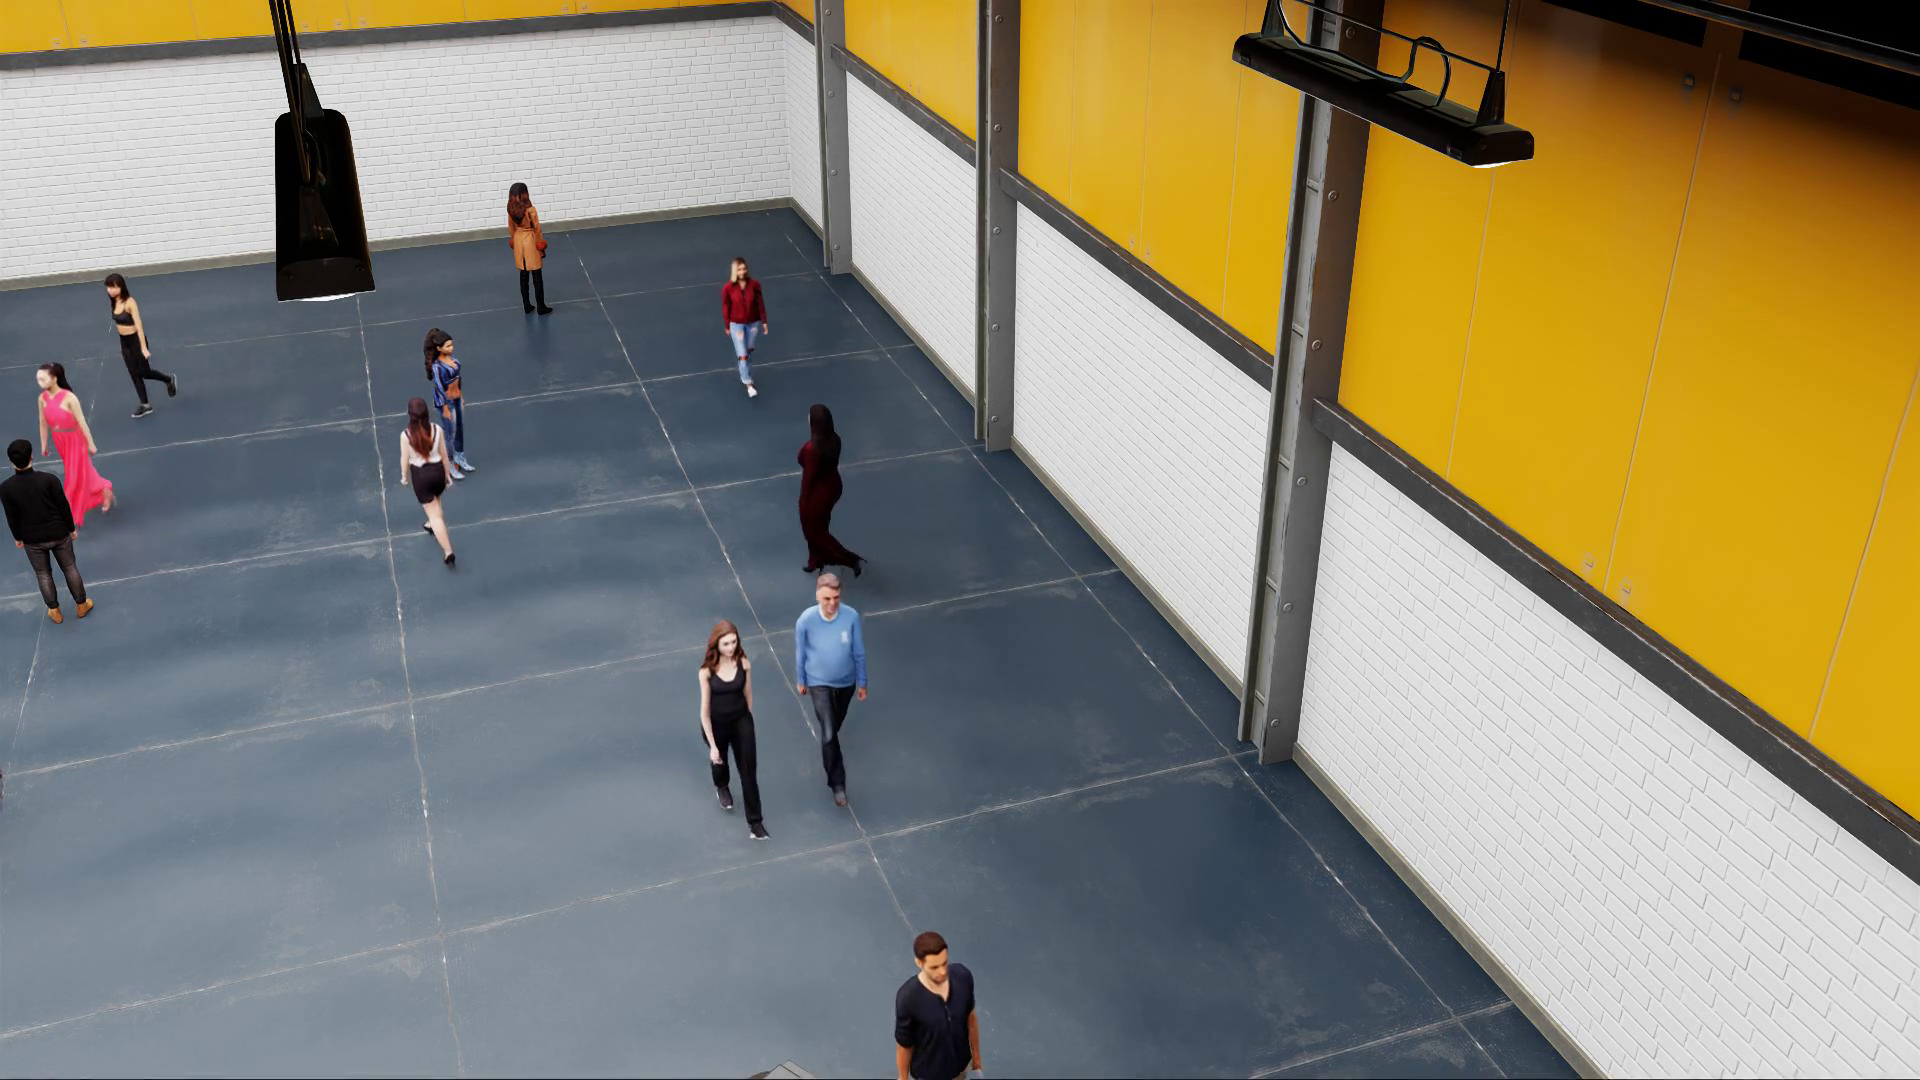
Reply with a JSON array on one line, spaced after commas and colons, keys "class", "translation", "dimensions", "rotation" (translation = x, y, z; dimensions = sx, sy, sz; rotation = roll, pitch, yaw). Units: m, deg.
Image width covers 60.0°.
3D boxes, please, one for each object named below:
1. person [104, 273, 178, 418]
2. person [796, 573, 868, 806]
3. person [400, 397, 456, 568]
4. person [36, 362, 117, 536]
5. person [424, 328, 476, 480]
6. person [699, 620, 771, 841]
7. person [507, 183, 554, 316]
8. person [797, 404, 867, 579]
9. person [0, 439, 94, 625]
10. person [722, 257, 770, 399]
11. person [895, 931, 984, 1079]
[{"class": "person", "translation": [-9.107, -2.195, 18.467], "dimensions": [0.882, 1.634, 0.953], "rotation": [12, 31, 21]}, {"class": "person", "translation": [-0.969, 0.997, 12.474], "dimensions": [0.669, 1.768, 1.180], "rotation": [-8, 30, -14]}, {"class": "person", "translation": [-4.887, -0.500, 15.389], "dimensions": [0.800, 1.605, 1.134], "rotation": [-21, 35, -34]}, {"class": "person", "translation": [-8.539, -0.921, 16.095], "dimensions": [1.028, 1.669, 1.221], "rotation": [7, 29, 12]}, {"class": "person", "translation": [-5.225, -1.402, 17.027], "dimensions": [0.757, 1.622, 0.648], "rotation": [5, 29, 8]}, {"class": "person", "translation": [-1.718, 1.290, 12.016], "dimensions": [0.613, 1.695, 1.116], "rotation": [-12, 31, -20]}, {"class": "person", "translation": [-5.498, -3.713, 21.160], "dimensions": [0.772, 1.720, 0.812], "rotation": [10, 30, 18]}, {"class": "person", "translation": [-1.189, -0.386, 15.040], "dimensions": [1.019, 1.740, 0.992], "rotation": [9, 30, 15]}, {"class": "person", "translation": [-7.986, -0.082, 14.501], "dimensions": [0.666, 1.723, 0.563], "rotation": [-13, 31, -23]}, {"class": "person", "translation": [-2.481, -2.464, 19.011], "dimensions": [0.693, 1.585, 1.066], "rotation": [-14, 32, -24]}, {"class": "person", "translation": [-0.155, 2.816, 9.077], "dimensions": [0.828, 1.829, 1.151], "rotation": [-18, 33, -29]}]
